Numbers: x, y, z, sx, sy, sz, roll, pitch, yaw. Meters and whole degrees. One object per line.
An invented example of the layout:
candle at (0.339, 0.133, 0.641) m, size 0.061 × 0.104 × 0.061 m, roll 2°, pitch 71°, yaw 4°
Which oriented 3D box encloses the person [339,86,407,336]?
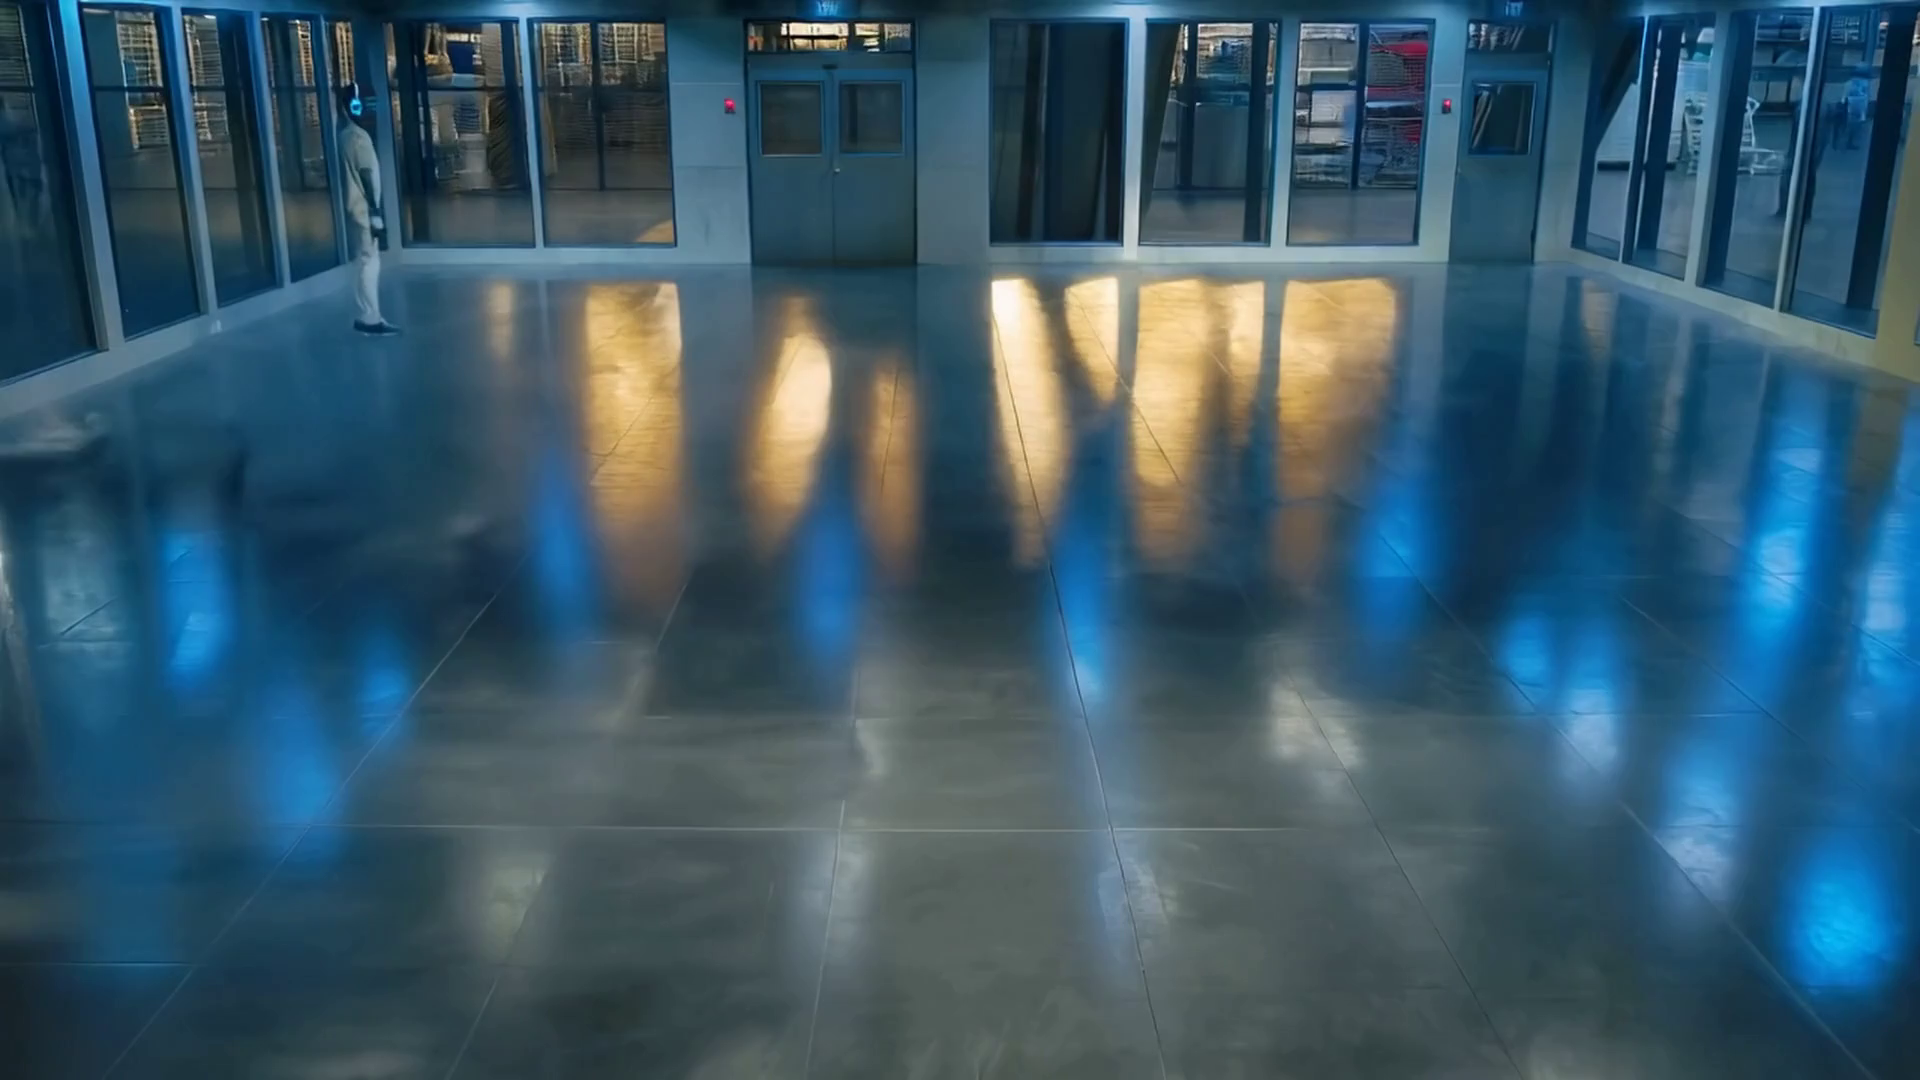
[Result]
person at (-4.522, -2.496, 12.677) m, size 0.329 × 1.865 × 0.513 m, roll -11°, pitch 20°, yaw -33°
